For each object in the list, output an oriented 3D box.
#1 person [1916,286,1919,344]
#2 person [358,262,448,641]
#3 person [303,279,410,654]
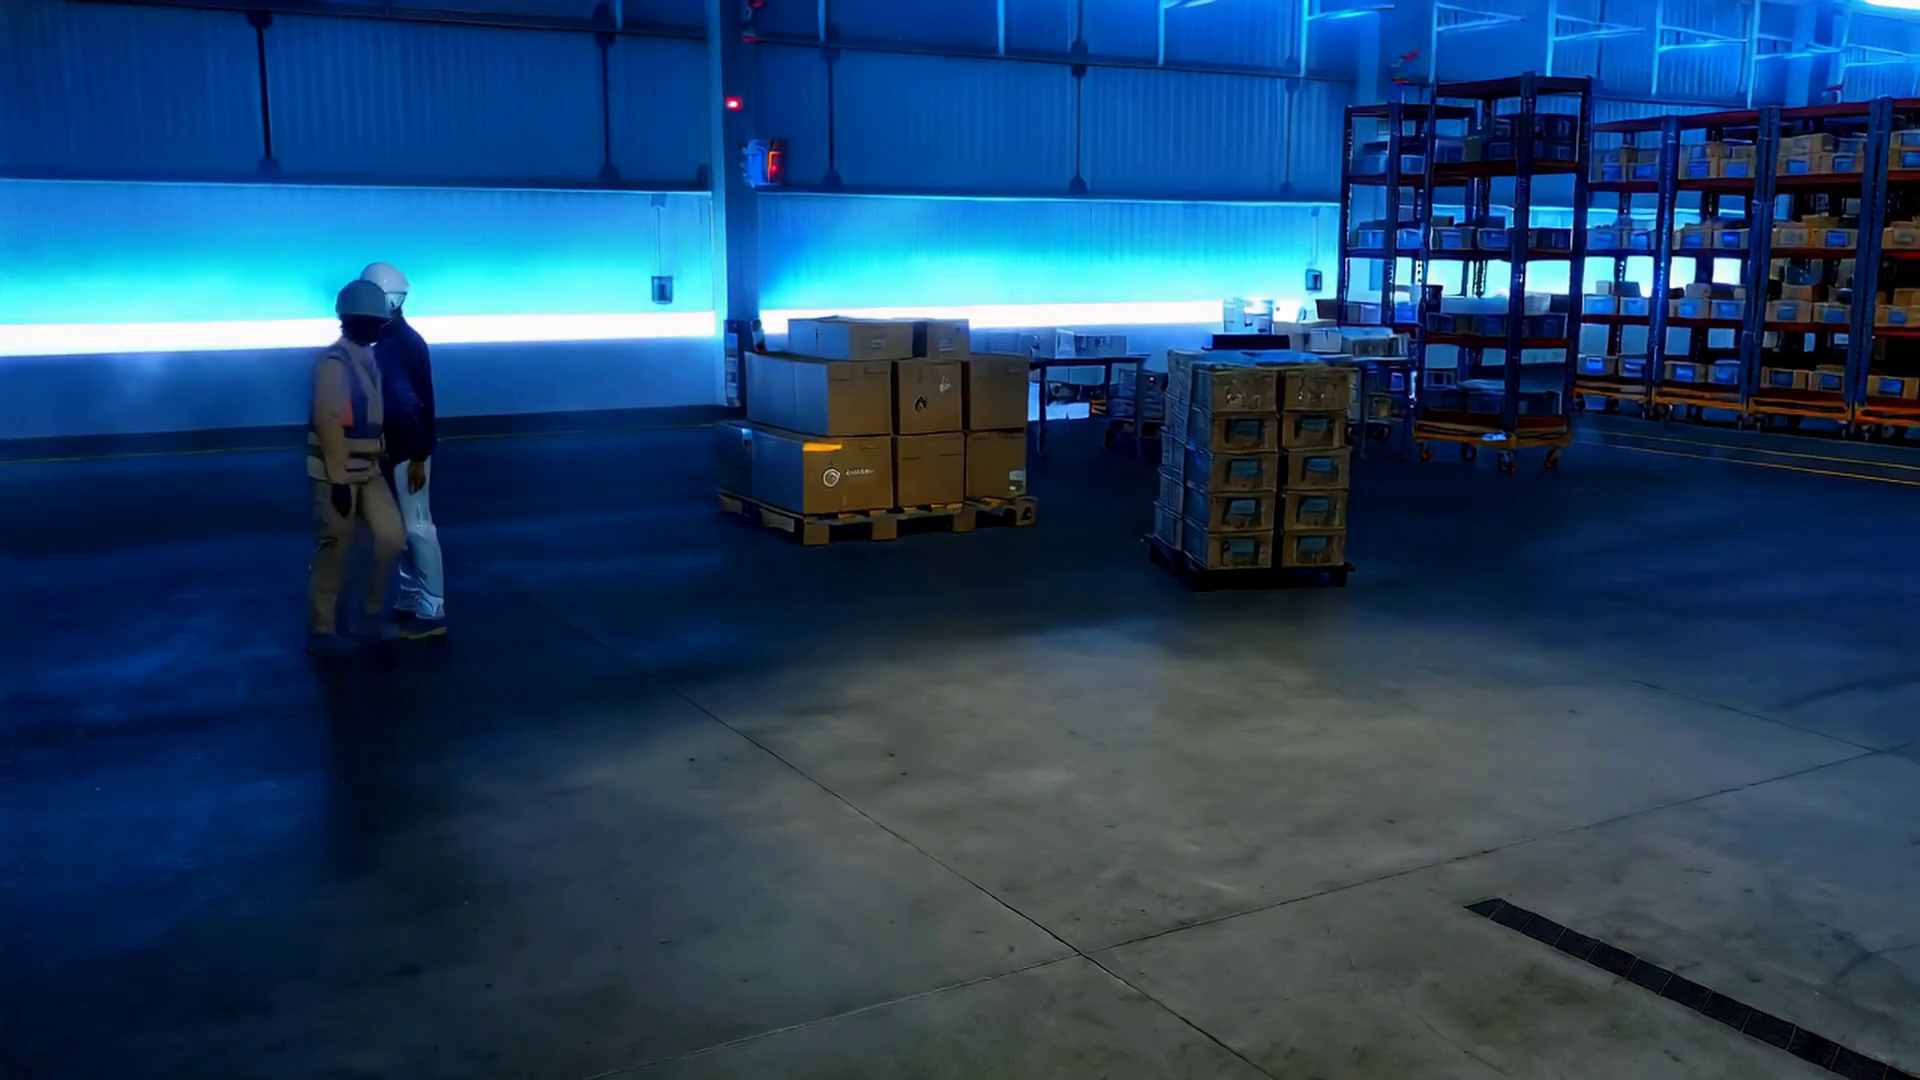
[{"bbox_3d":[16.326,-3.779,28.035,0.569,1.838,0.386,3,10,17],"label":"person"},{"bbox_3d":[-2.983,-0.466,8.817,0.397,1.992,0.621,-7,12,-35],"label":"person"},{"bbox_3d":[-3.105,-0.358,8.459,0.595,1.908,0.622,0,10,0],"label":"person"}]
